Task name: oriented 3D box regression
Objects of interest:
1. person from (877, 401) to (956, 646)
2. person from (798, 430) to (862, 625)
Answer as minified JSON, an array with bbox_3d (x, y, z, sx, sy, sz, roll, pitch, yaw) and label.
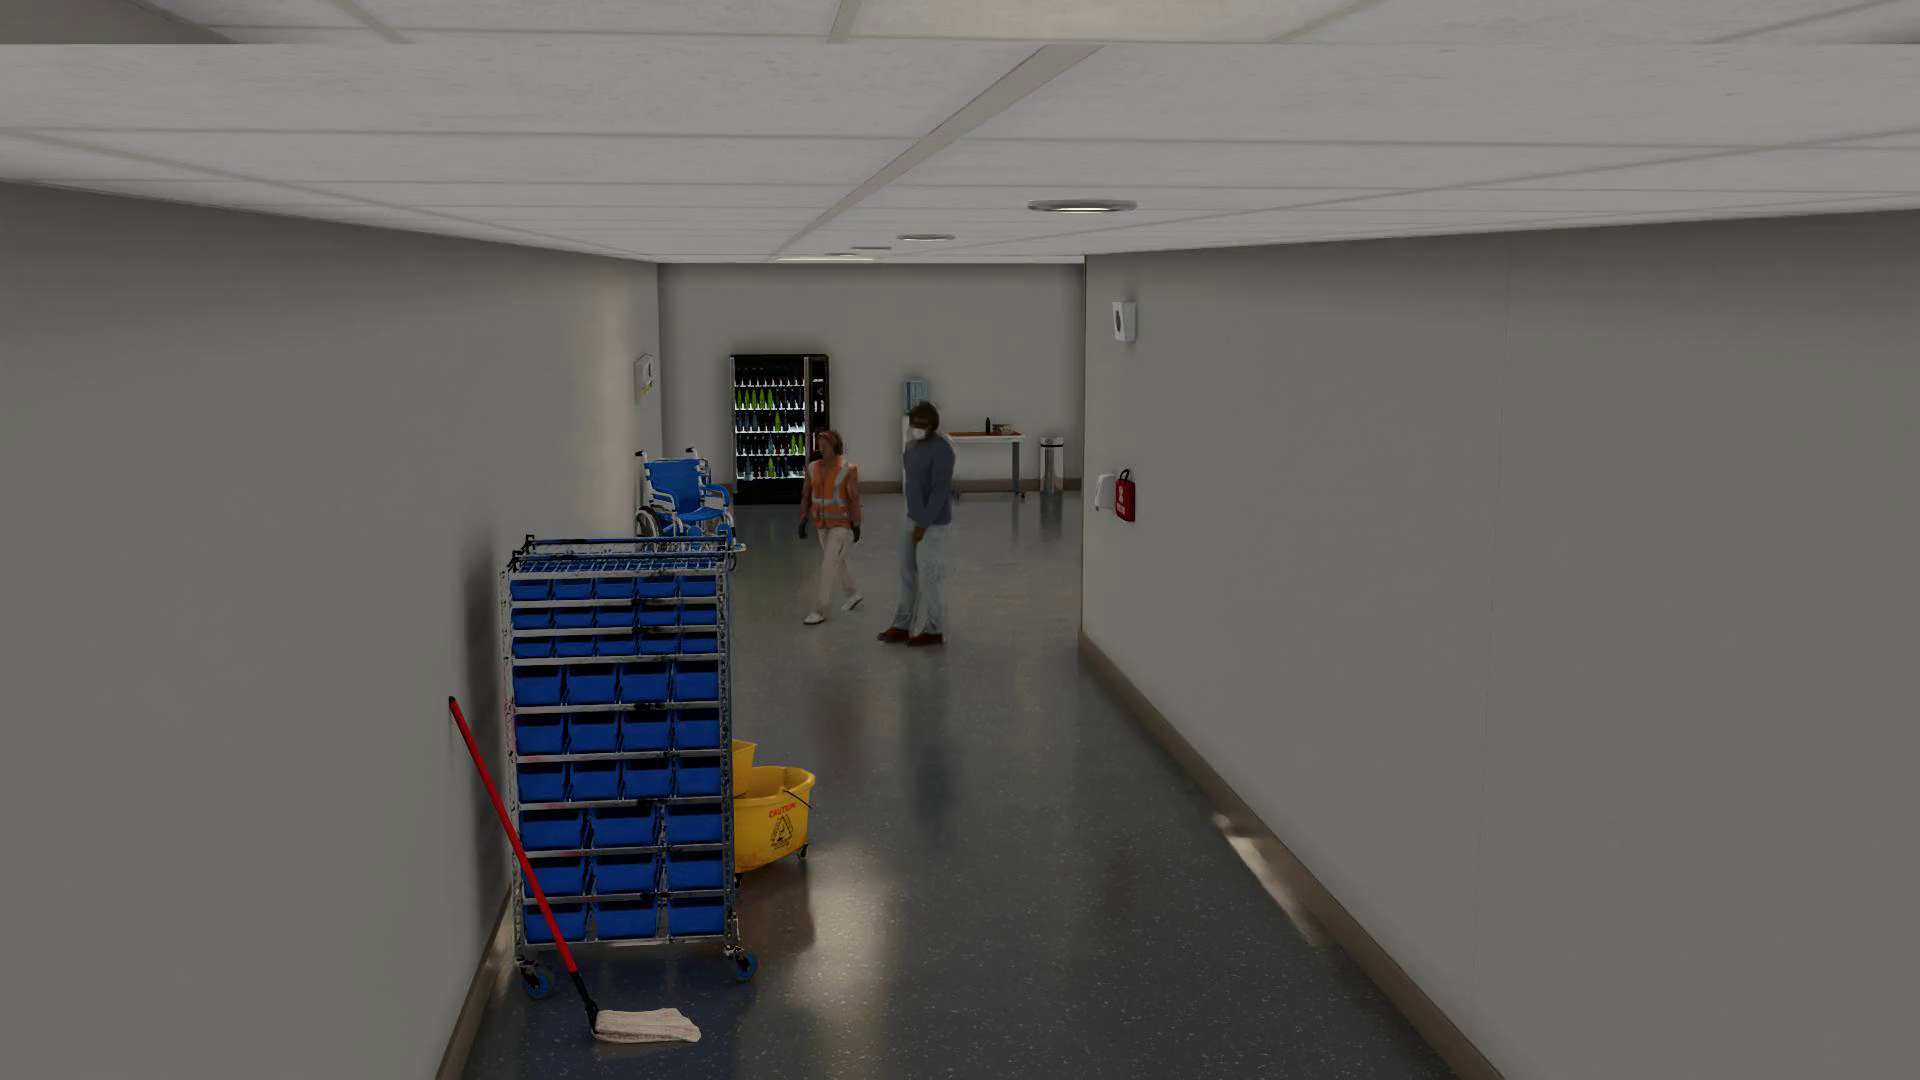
[{"bbox_3d":[-0.375,-0.105,12.795,0.654,1.920,0.652,-6,11,-32],"label":"person"},{"bbox_3d":[-1.076,-0.135,13.959,0.534,1.593,0.871,6,11,32],"label":"person"}]
